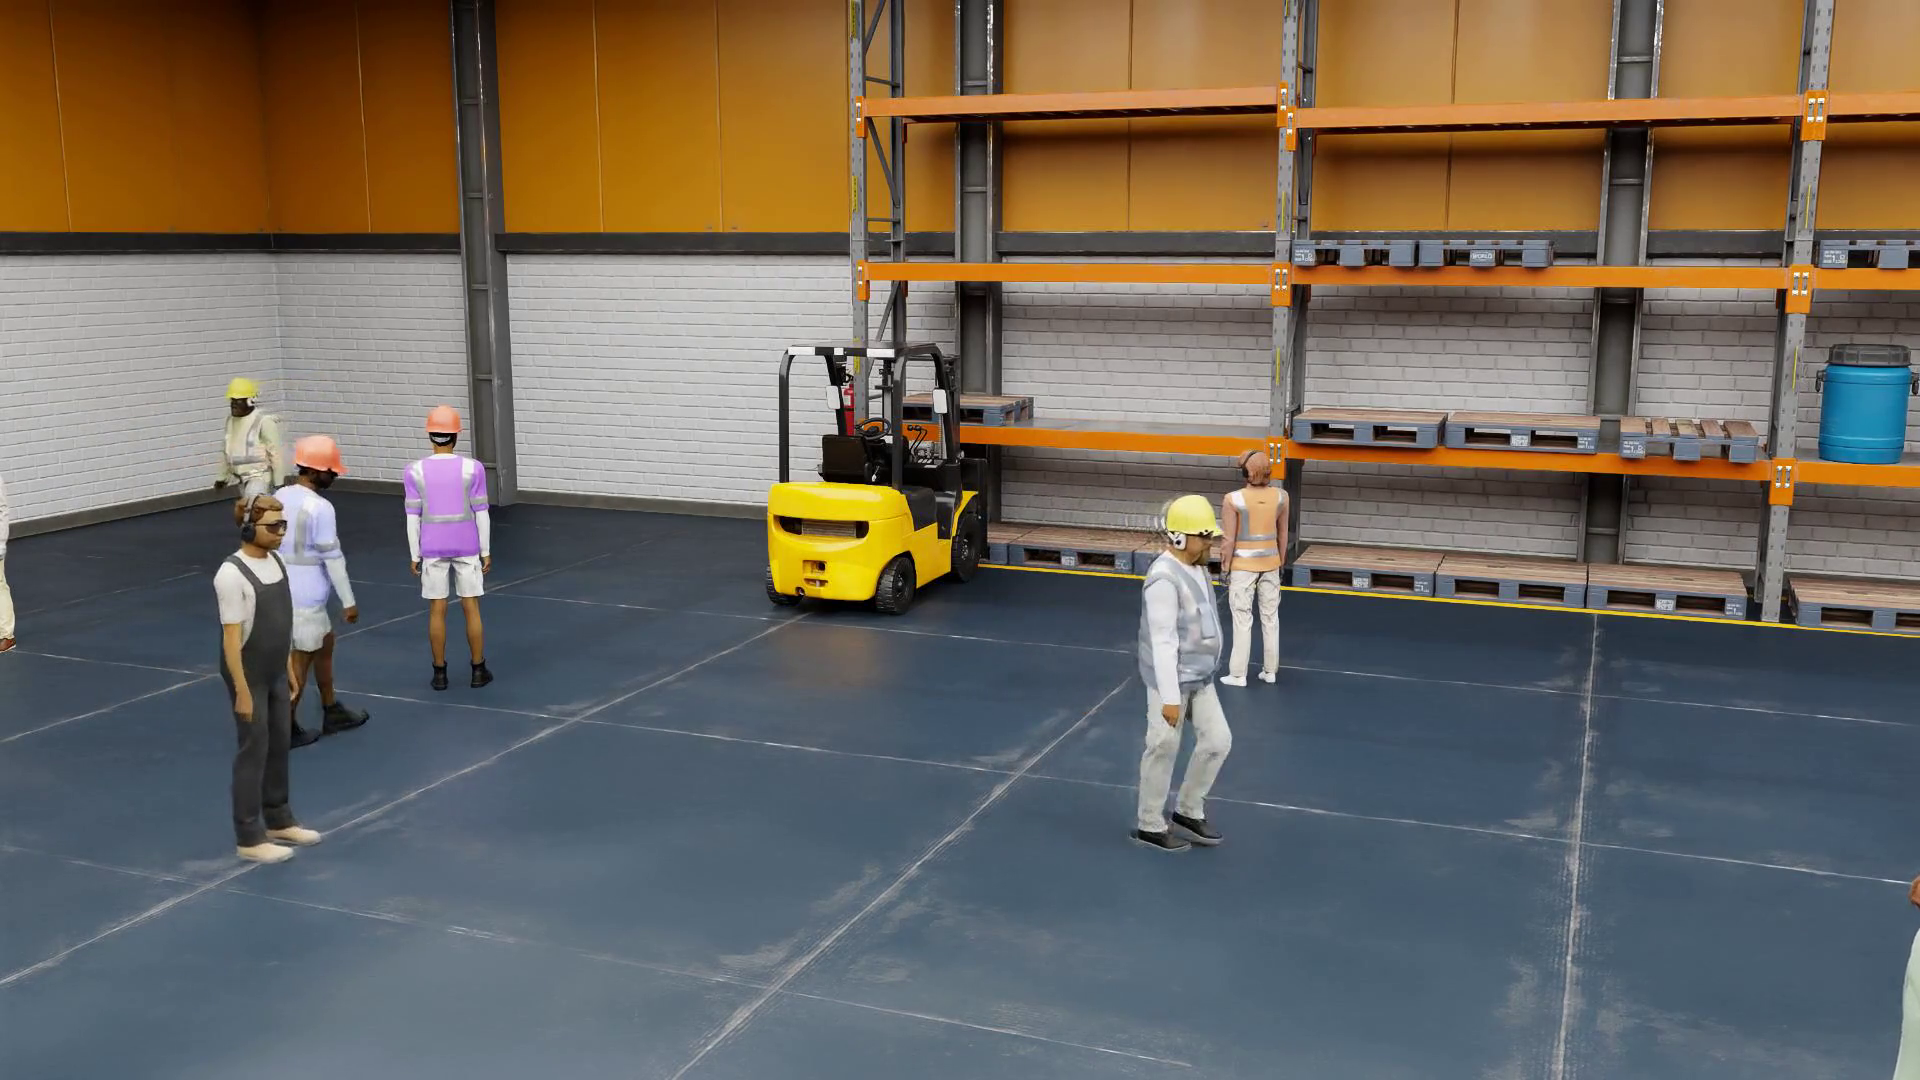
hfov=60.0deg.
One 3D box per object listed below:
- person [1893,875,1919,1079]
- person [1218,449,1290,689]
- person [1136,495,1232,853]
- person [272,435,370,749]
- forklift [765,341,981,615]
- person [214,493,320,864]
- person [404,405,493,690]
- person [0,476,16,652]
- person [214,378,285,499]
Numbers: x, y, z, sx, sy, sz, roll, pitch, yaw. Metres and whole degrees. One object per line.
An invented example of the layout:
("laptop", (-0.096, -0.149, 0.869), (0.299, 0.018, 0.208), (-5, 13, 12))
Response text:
("person", (2.419, 1.504, 4.074), (0.266, 1.632, 0.509), (4, 11, 19))
("person", (2.002, 0.197, 11.332), (0.513, 1.645, 0.307), (-4, 11, -20))
("person", (1.120, 0.674, 8.188), (0.556, 1.812, 0.617), (5, 11, 26))
("person", (-3.823, 0.306, 10.022), (0.569, 1.891, 0.805), (8, 13, 39))
("forklift", (-0.739, -0.602, 14.246), (1.214, 2.155, 2.313), (4, 11, 21))
("person", (-3.417, 0.678, 8.148), (0.369, 1.834, 0.510), (1, 10, 7))
("person", (-3.461, 0.057, 11.289), (0.543, 1.939, 0.360), (-2, 10, -12))
("person", (-7.261, 0.027, 12.309), (0.507, 1.632, 0.278), (3, 11, 16))
("person", (-6.521, -0.566, 15.132), (0.615, 1.805, 0.721), (6, 12, 31))
